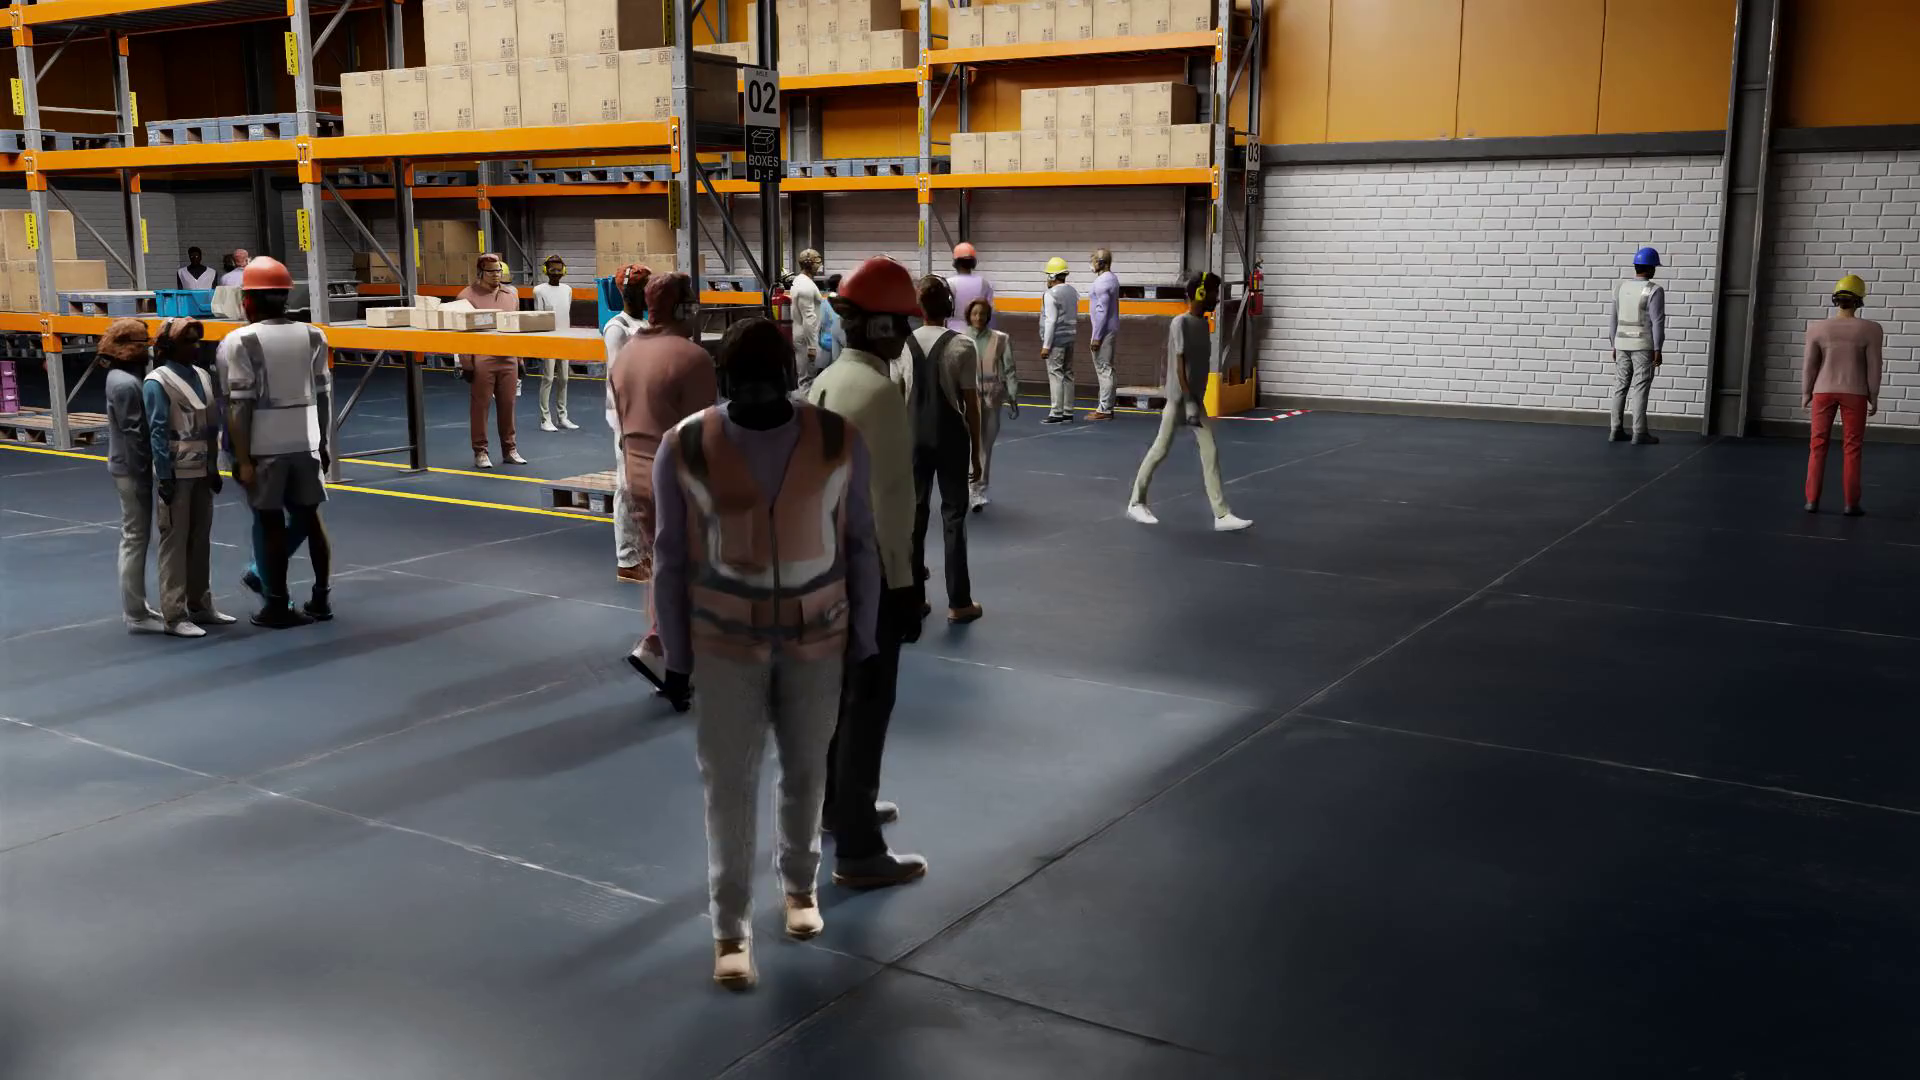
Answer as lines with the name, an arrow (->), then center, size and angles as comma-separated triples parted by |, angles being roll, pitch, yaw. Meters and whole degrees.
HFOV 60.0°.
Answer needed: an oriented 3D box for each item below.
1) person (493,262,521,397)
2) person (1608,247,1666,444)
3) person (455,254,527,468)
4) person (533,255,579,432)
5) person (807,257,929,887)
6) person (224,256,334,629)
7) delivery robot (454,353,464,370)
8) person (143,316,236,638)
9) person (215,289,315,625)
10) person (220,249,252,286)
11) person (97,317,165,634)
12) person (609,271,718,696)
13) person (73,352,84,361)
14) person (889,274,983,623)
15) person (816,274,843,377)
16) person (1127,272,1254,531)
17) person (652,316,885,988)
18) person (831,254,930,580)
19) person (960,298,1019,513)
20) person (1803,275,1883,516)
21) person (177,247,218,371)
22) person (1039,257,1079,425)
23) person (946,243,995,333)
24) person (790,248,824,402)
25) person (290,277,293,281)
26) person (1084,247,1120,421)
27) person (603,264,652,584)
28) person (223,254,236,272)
person -> -5.908, -2.722, 21.532 | 0.288, 1.746, 0.487 | 5, 11, 24
person -> 6.763, -1.931, 16.588 | 0.404, 1.945, 0.615 | -5, 11, -27
person -> -4.163, -1.595, 14.871 | 0.403, 1.900, 0.646 | 9, 13, 40
person -> -4.290, -2.085, 17.675 | 0.310, 1.864, 0.533 | 8, 13, 36
person -> -0.304, 0.080, 5.397 | 0.409, 1.987, 0.630 | -5, 11, -25
person -> -3.567, -0.502, 8.720 | 0.383, 1.936, 0.553 | 9, 13, 40
delivery robot -> -7.016, -2.647, 24.157 | 0.707, 0.478, 0.477 | 7, 12, 33
person -> -3.981, -0.328, 8.563 | 0.310, 1.638, 0.522 | 1, 10, 5
person -> -3.649, -0.459, 8.760 | 0.423, 1.828, 0.582 | 3, 11, 17
person -> -9.180, -2.779, 21.417 | 0.638, 1.904, 0.402 | -8, 13, -38
person -> -4.259, -0.333, 8.605 | 0.264, 1.632, 0.506 | -6, 12, -28
person -> -1.255, -0.221, 7.271 | 0.664, 1.887, 0.464 | 10, 14, 44
person -> -14.694, -3.825, 27.614 | 0.561, 1.757, 0.543 | 7, 12, 32
person -> -0.122, -0.476, 8.809 | 0.506, 1.847, 0.346 | 4, 11, 19
person -> -1.558, -2.293, 19.443 | 0.544, 1.646, 0.818 | -10, 14, -43
person -> 1.595, -0.972, 11.689 | 1.029, 1.804, 0.547 | 10, 14, 44
person -> -0.532, 0.297, 4.657 | 0.634, 1.826, 0.621 | -2, 10, -13
person -> -0.442, -0.701, 9.798 | 0.631, 1.940, 0.372 | 3, 11, 18
person -> 0.163, -1.011, 12.454 | 0.530, 1.590, 0.860 | -2, 10, -9
person -> 6.495, -1.061, 12.270 | 0.523, 1.769, 0.321 | 8, 13, 37
person -> -11.767, -3.565, 25.722 | 0.587, 1.920, 0.391 | -4, 11, -20
person -> 1.068, -2.174, 18.249 | 0.404, 1.833, 0.591 | 7, 12, 34
person -> 0.015, -2.123, 17.531 | 0.630, 1.984, 1.031 | -3, 11, -18
person -> -1.566, -2.010, 17.051 | 0.356, 1.938, 0.633 | -2, 10, -12
person -> -7.903, -2.303, 19.522 | 0.282, 1.633, 0.498 | 4, 11, 19
person -> 1.597, -2.297, 18.642 | 0.373, 1.940, 0.629 | 3, 11, 16
person -> -1.913, -0.687, 9.878 | 0.352, 1.883, 0.580 | 1, 10, 5
person -> -11.162, -3.501, 25.681 | 0.468, 1.813, 0.660 | -4, 11, -21
